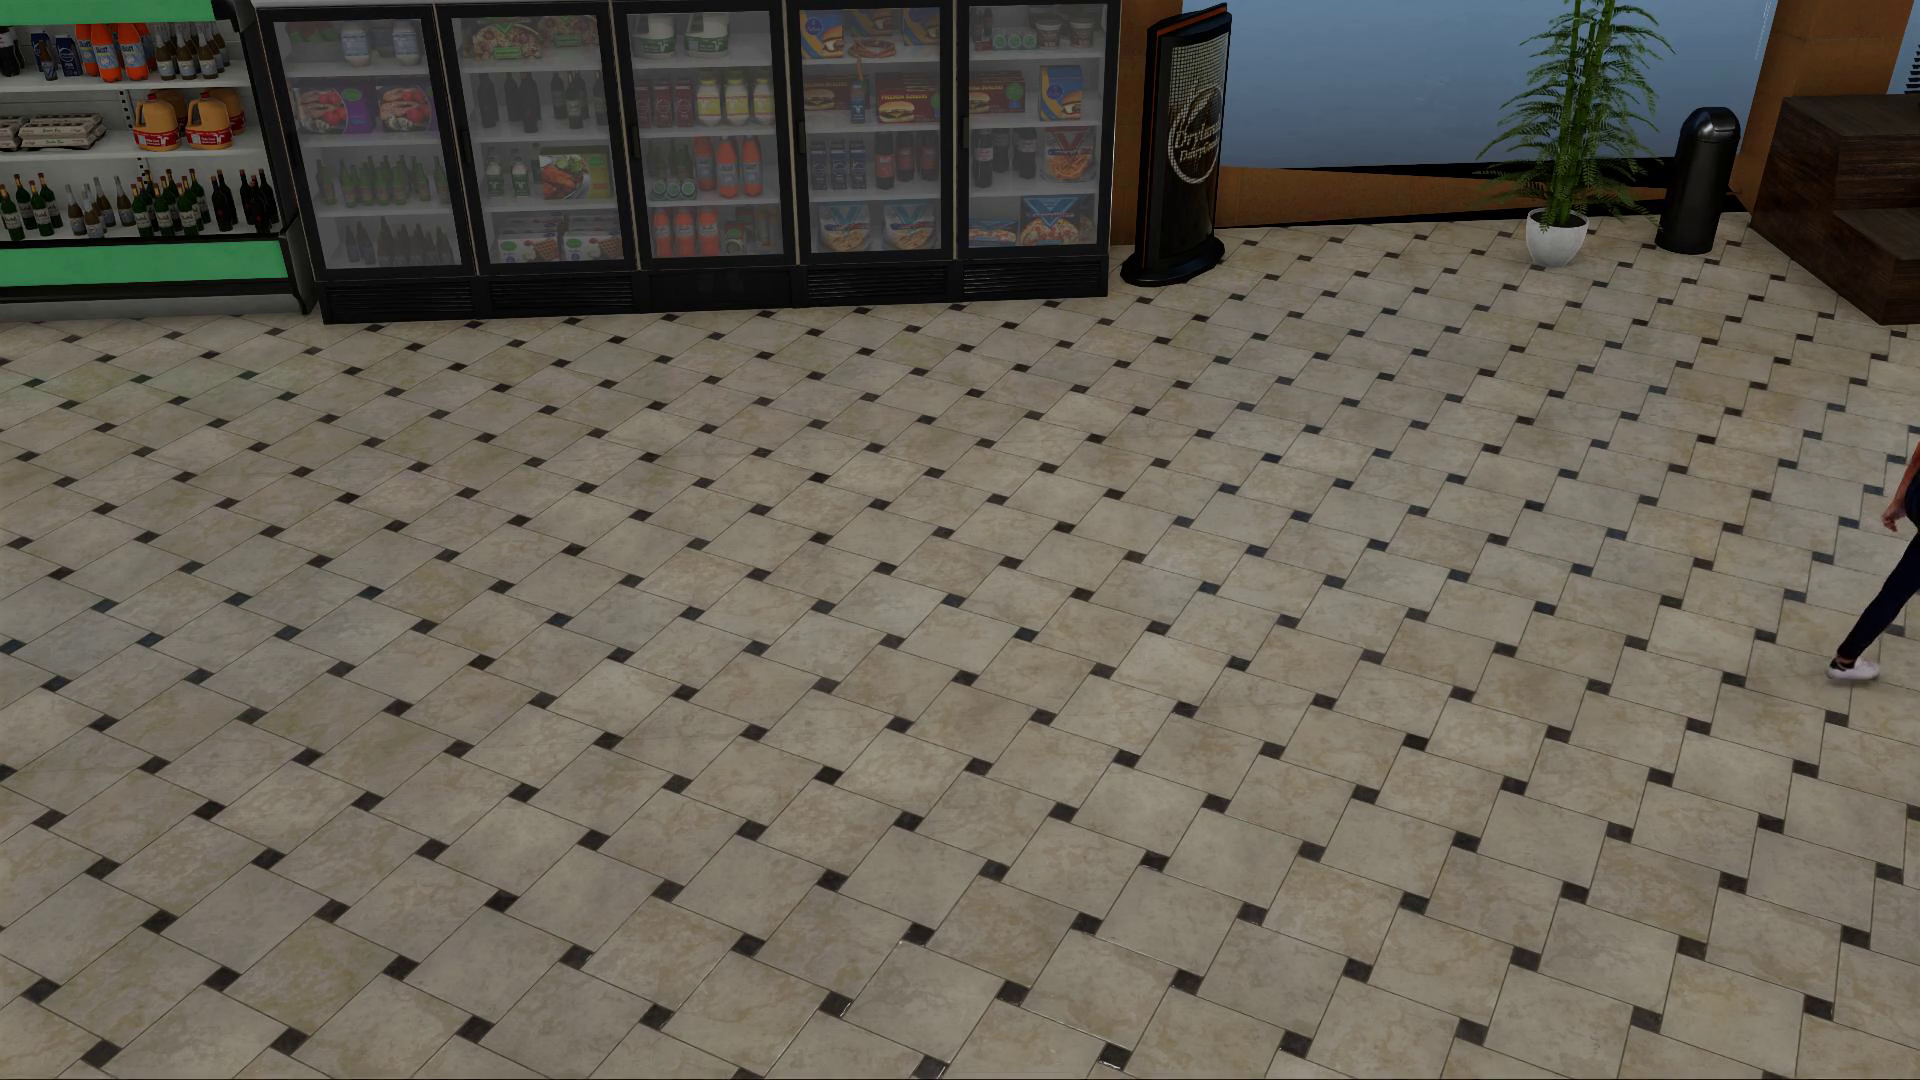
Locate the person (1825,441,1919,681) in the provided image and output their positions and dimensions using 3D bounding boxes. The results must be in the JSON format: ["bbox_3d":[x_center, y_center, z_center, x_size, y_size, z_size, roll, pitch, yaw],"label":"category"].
[{"bbox_3d":[4.087,-0.062,7.079,1.118,1.588,0.673,-7,33,-11],"label":"person"}]
